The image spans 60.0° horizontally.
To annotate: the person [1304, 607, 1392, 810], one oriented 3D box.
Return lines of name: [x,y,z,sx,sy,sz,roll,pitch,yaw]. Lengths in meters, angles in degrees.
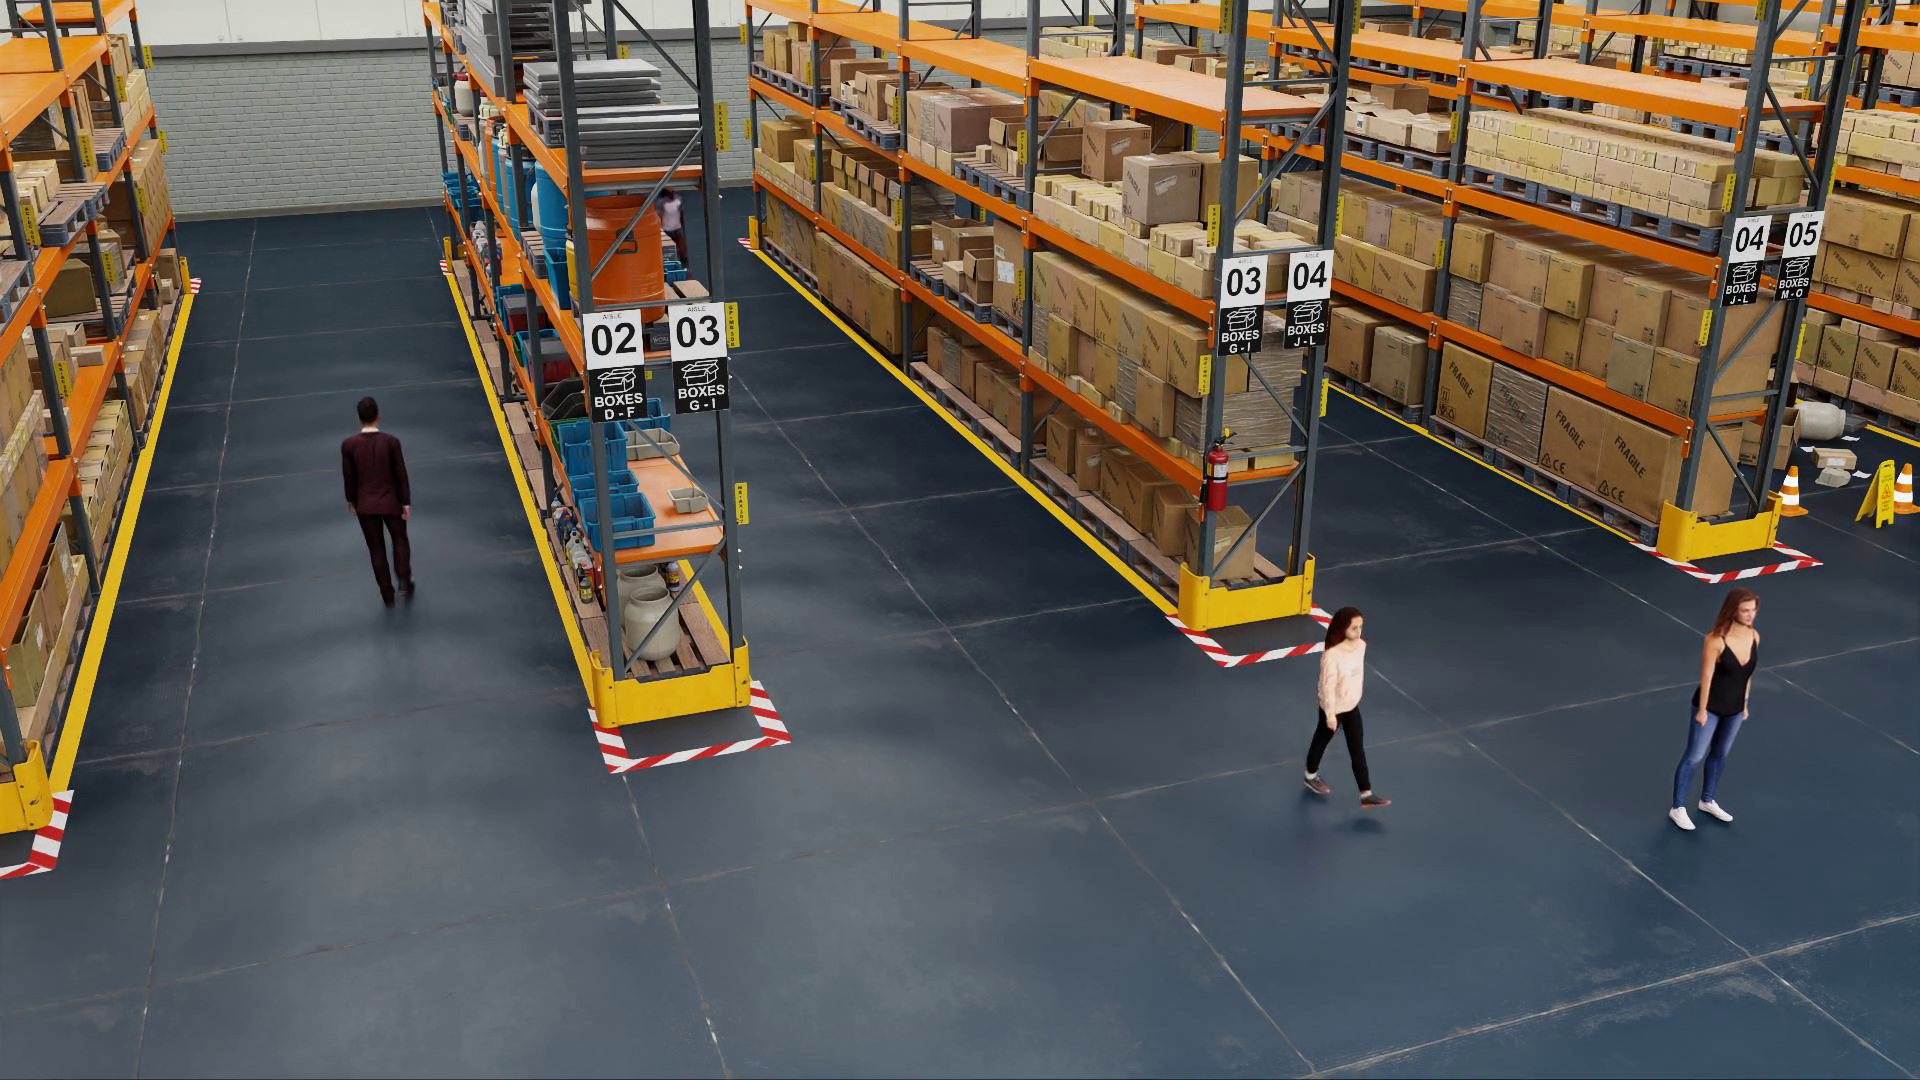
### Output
person: [2.546,1.121,11.391,0.748,1.449,0.984,-16,27,-34]

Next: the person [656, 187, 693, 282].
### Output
person: [-4.373,-4.572,25.000,0.862,1.684,1.222,-16,27,-34]

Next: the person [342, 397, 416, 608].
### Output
person: [-5.002,-0.289,14.308,0.699,1.852,0.676,-7,23,-16]

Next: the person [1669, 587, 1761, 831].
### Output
person: [5.060,1.100,11.083,0.595,1.722,0.513,-7,23,-17]
